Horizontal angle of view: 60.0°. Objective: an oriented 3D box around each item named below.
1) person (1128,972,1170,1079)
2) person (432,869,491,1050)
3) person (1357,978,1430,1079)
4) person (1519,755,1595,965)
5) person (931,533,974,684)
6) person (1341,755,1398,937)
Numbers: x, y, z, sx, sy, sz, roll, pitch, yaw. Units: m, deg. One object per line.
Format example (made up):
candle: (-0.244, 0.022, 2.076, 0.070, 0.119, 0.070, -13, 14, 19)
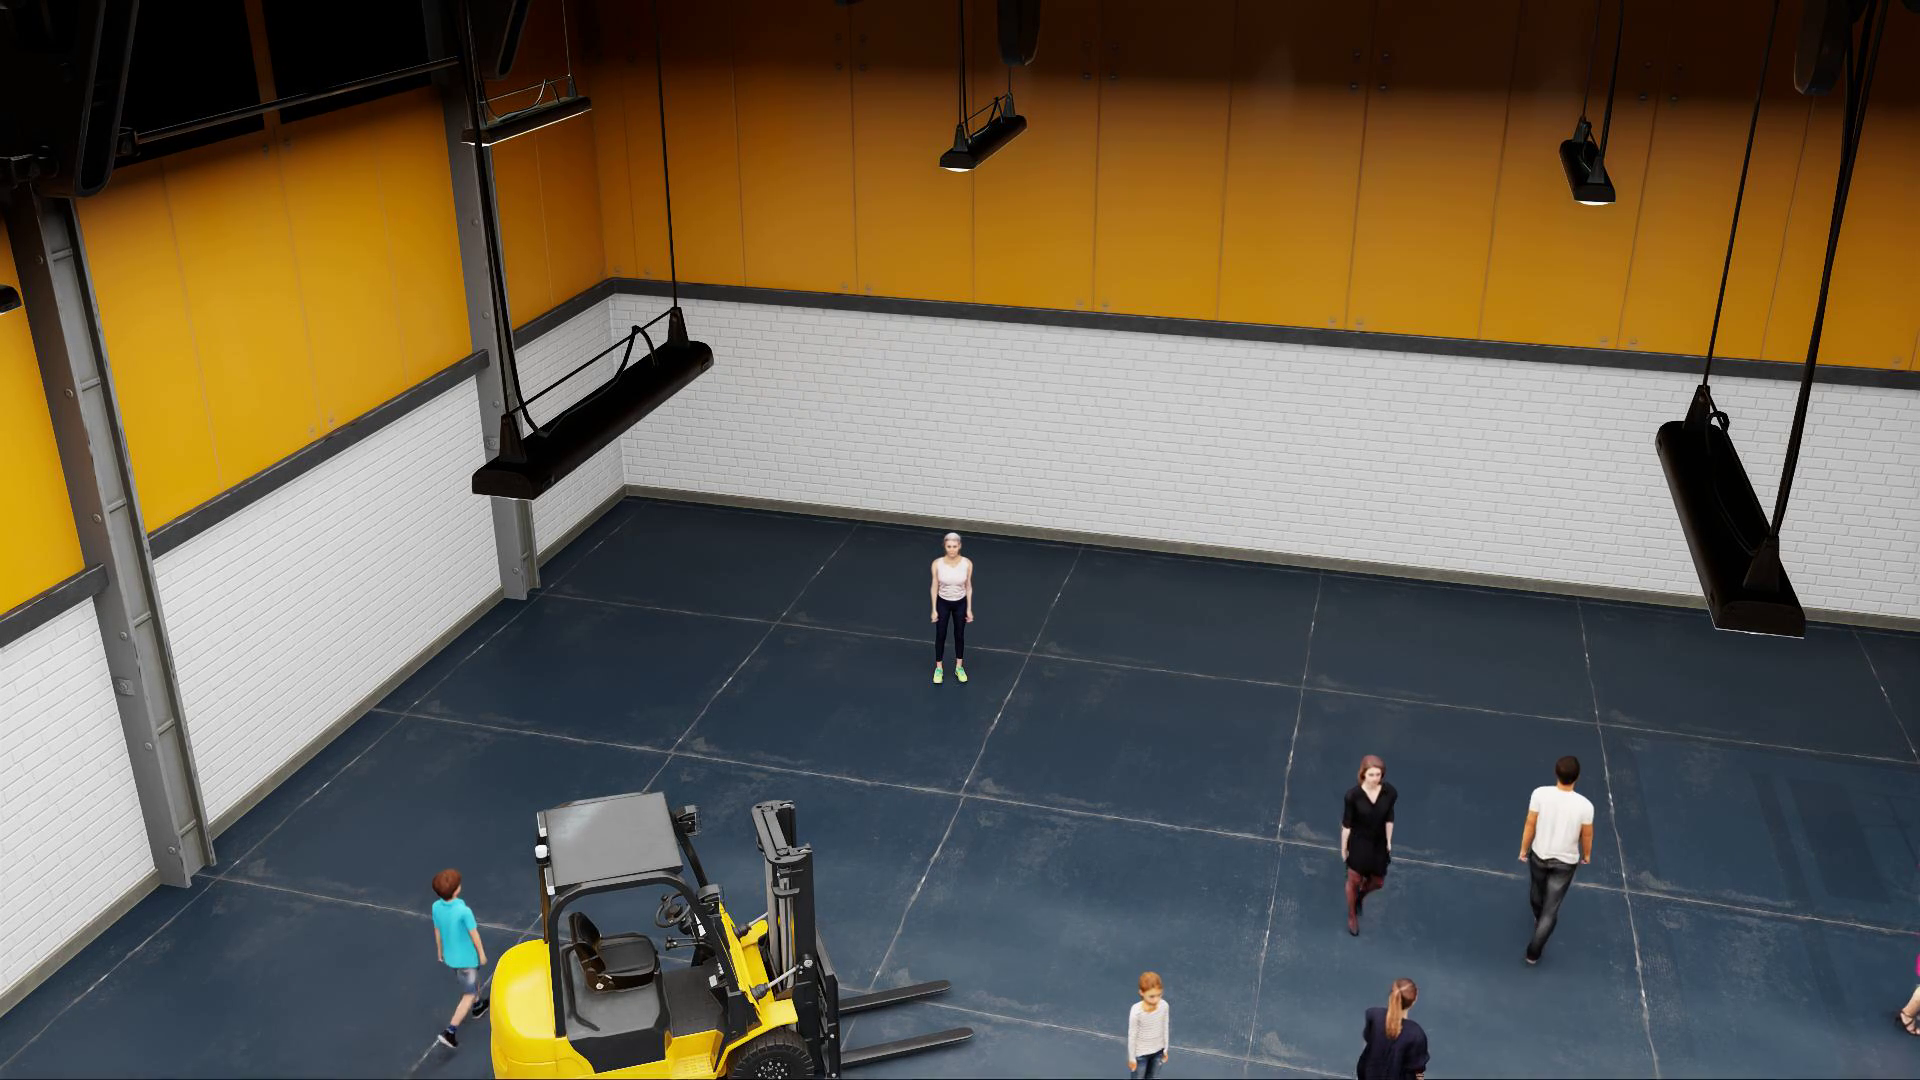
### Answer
person: (1.306, 3.566, 11.638, 0.555, 1.314, 0.611, -11, 26, -23)
person: (-3.784, 3.136, 12.475, 0.666, 1.431, 0.972, 12, 26, 25)
person: (2.795, 3.638, 11.026, 0.779, 1.673, 0.821, 21, 31, 40)
person: (4.730, 2.587, 13.311, 0.871, 1.768, 1.165, 13, 27, 28)
person: (-0.089, 0.702, 17.707, 0.669, 1.702, 0.651, -2, 24, -5)
person: (3.308, 2.464, 13.683, 0.705, 1.695, 0.754, -2, 24, -5)
